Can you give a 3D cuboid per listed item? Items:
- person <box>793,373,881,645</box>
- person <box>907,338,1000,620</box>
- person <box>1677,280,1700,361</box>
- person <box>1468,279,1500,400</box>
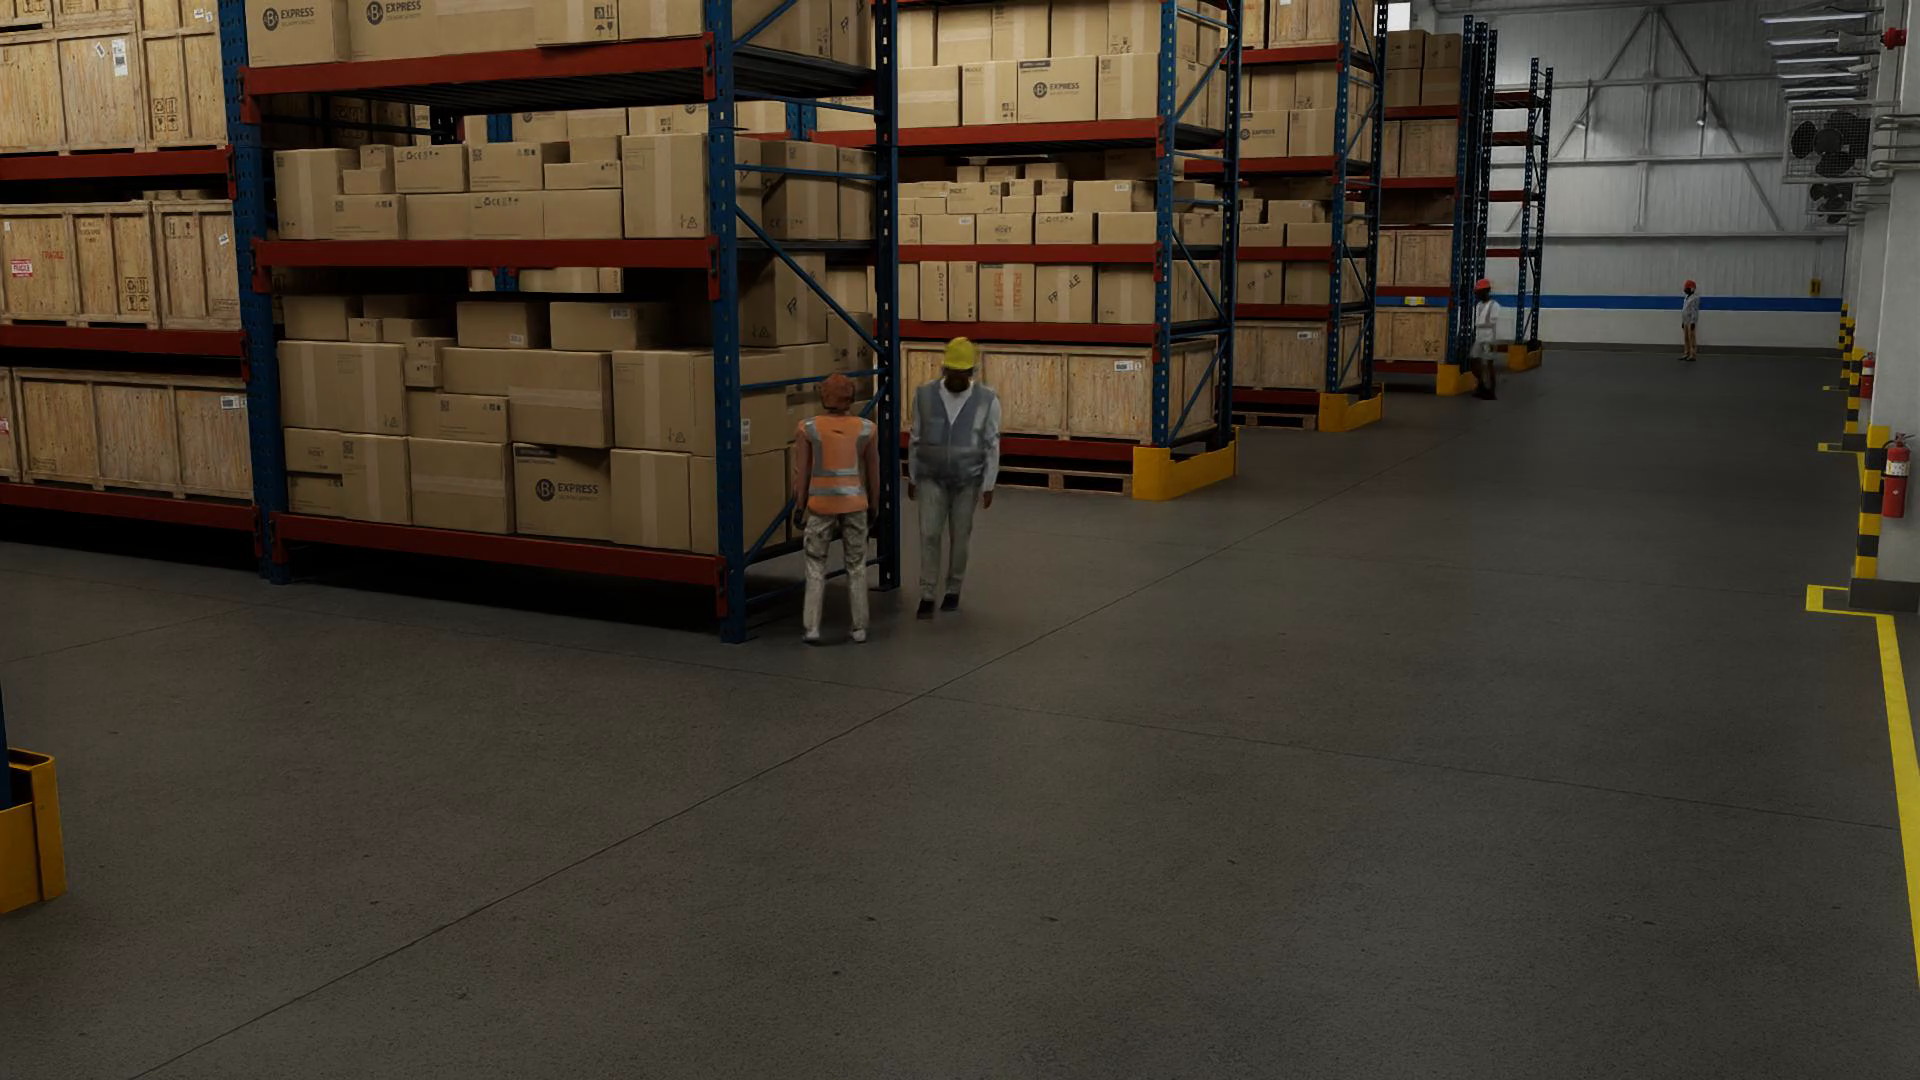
[{"bbox_3d":[-0.725,-0.175,9.896,0.525,1.635,0.313,-2,10,-13],"label":"person"},{"bbox_3d":[-0.054,-0.379,10.580,0.603,1.792,0.800,1,10,4],"label":"person"},{"bbox_3d":[15.721,-4.724,35.893,0.361,1.742,0.563,0,10,0],"label":"person"},{"bbox_3d":[8.342,-3.173,26.396,0.475,1.912,0.617,-4,11,-24],"label":"person"}]
